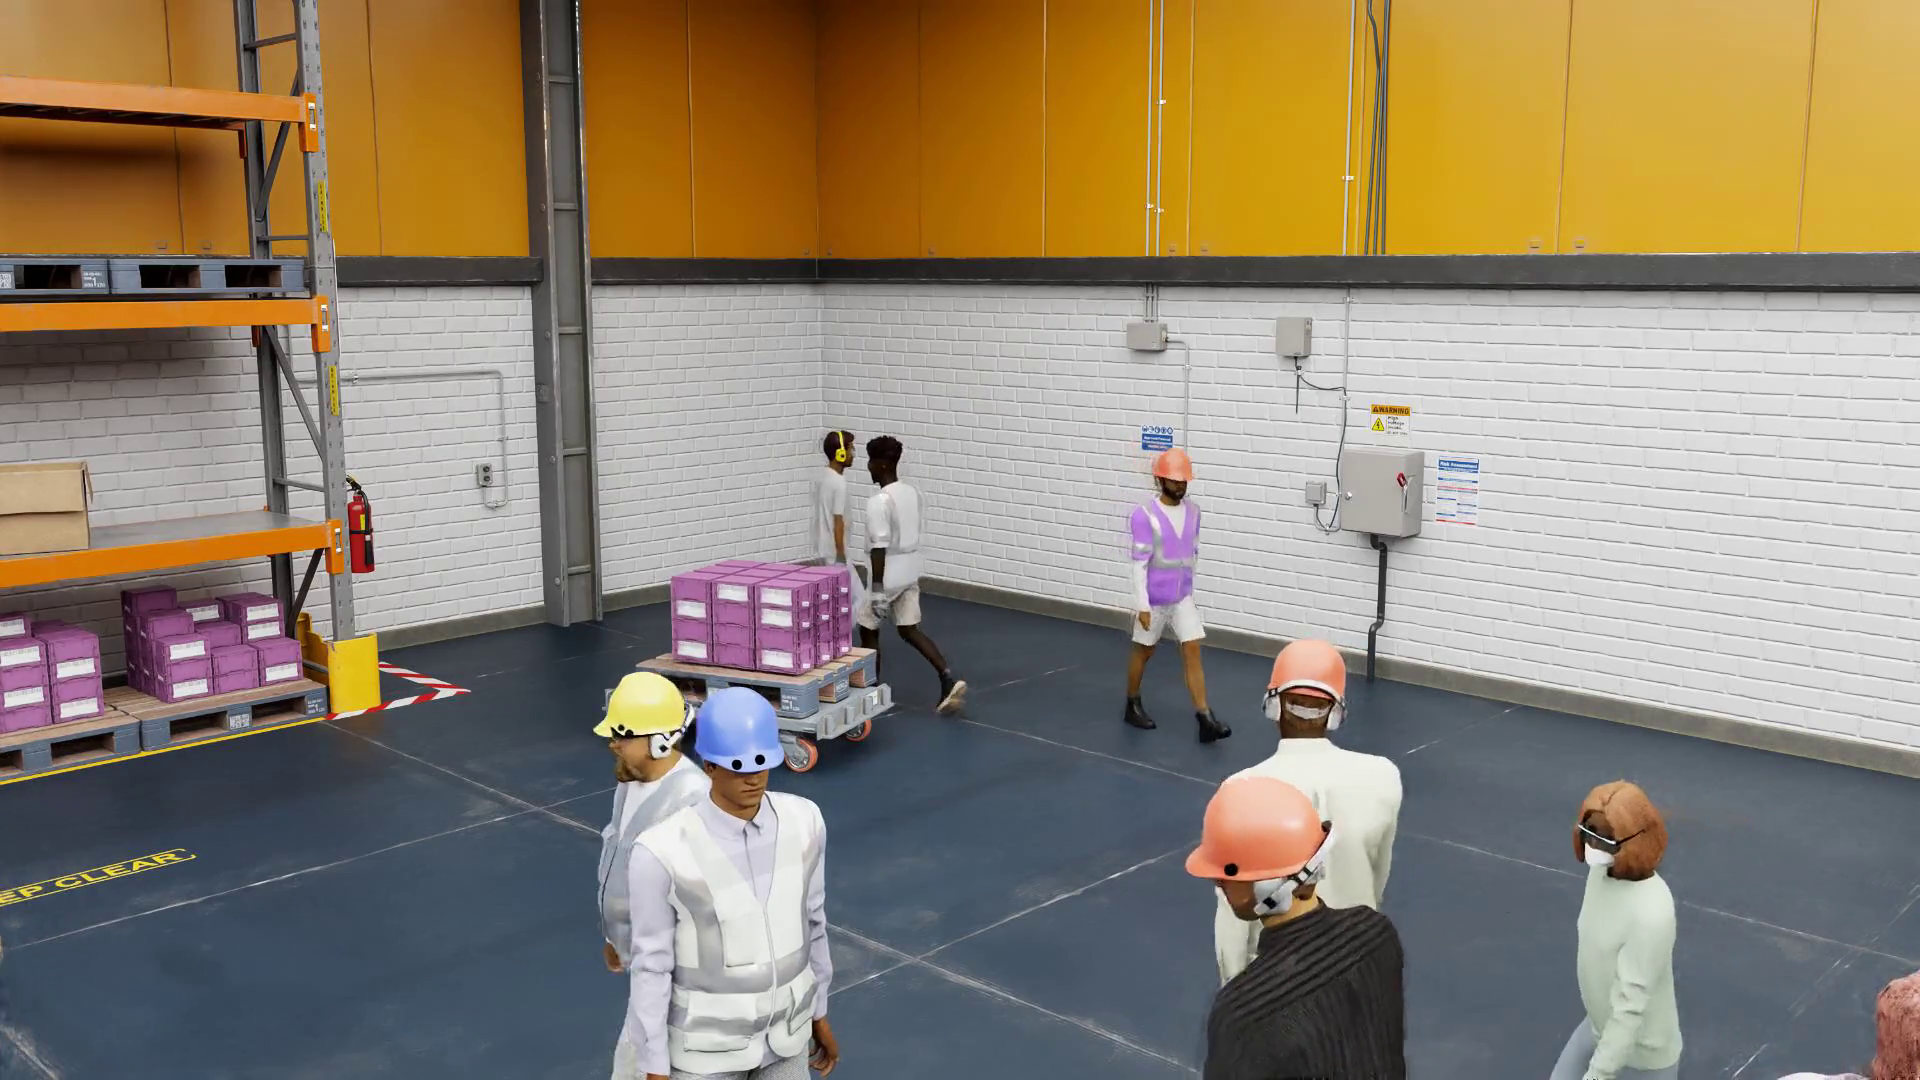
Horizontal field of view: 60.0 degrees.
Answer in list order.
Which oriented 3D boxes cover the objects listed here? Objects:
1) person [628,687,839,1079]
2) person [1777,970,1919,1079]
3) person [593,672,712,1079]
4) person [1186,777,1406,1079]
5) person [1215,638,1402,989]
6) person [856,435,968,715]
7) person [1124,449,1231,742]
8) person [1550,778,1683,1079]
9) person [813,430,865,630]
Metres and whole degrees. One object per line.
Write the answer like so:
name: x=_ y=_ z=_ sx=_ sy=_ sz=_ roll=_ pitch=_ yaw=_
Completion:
person: x=-0.594 y=1.339 z=4.499 sx=0.618 sy=1.945 sz=0.395 roll=-8 pitch=12 yaw=-39
person: x=1.701 y=1.635 z=2.947 sx=0.929 sy=1.867 sz=0.650 roll=-2 pitch=9 yaw=-12
person: x=-0.932 y=1.286 z=5.368 sx=0.954 sy=1.783 sz=0.604 roll=-5 pitch=10 yaw=-27
person: x=0.743 y=1.473 z=3.674 sx=0.668 sy=1.972 sz=0.454 roll=-9 pitch=13 yaw=-43
person: x=1.024 y=1.251 z=5.118 sx=0.593 sy=1.925 sz=1.016 roll=-1 pitch=9 yaw=-7
person: x=-0.385 y=0.253 z=11.243 sx=0.884 sy=1.934 sz=0.621 roll=5 pitch=11 yaw=29
person: x=1.368 y=0.358 z=10.709 sx=0.573 sy=1.882 sz=0.983 roll=-5 pitch=11 yaw=-28
person: x=1.833 y=1.463 z=4.790 sx=0.701 sy=1.599 sz=0.513 roll=0 pitch=9 yaw=-1
person: x=-0.880 y=0.116 z=12.275 sx=0.393 sy=1.855 sz=0.560 roll=-4 pitch=10 yaw=-24
